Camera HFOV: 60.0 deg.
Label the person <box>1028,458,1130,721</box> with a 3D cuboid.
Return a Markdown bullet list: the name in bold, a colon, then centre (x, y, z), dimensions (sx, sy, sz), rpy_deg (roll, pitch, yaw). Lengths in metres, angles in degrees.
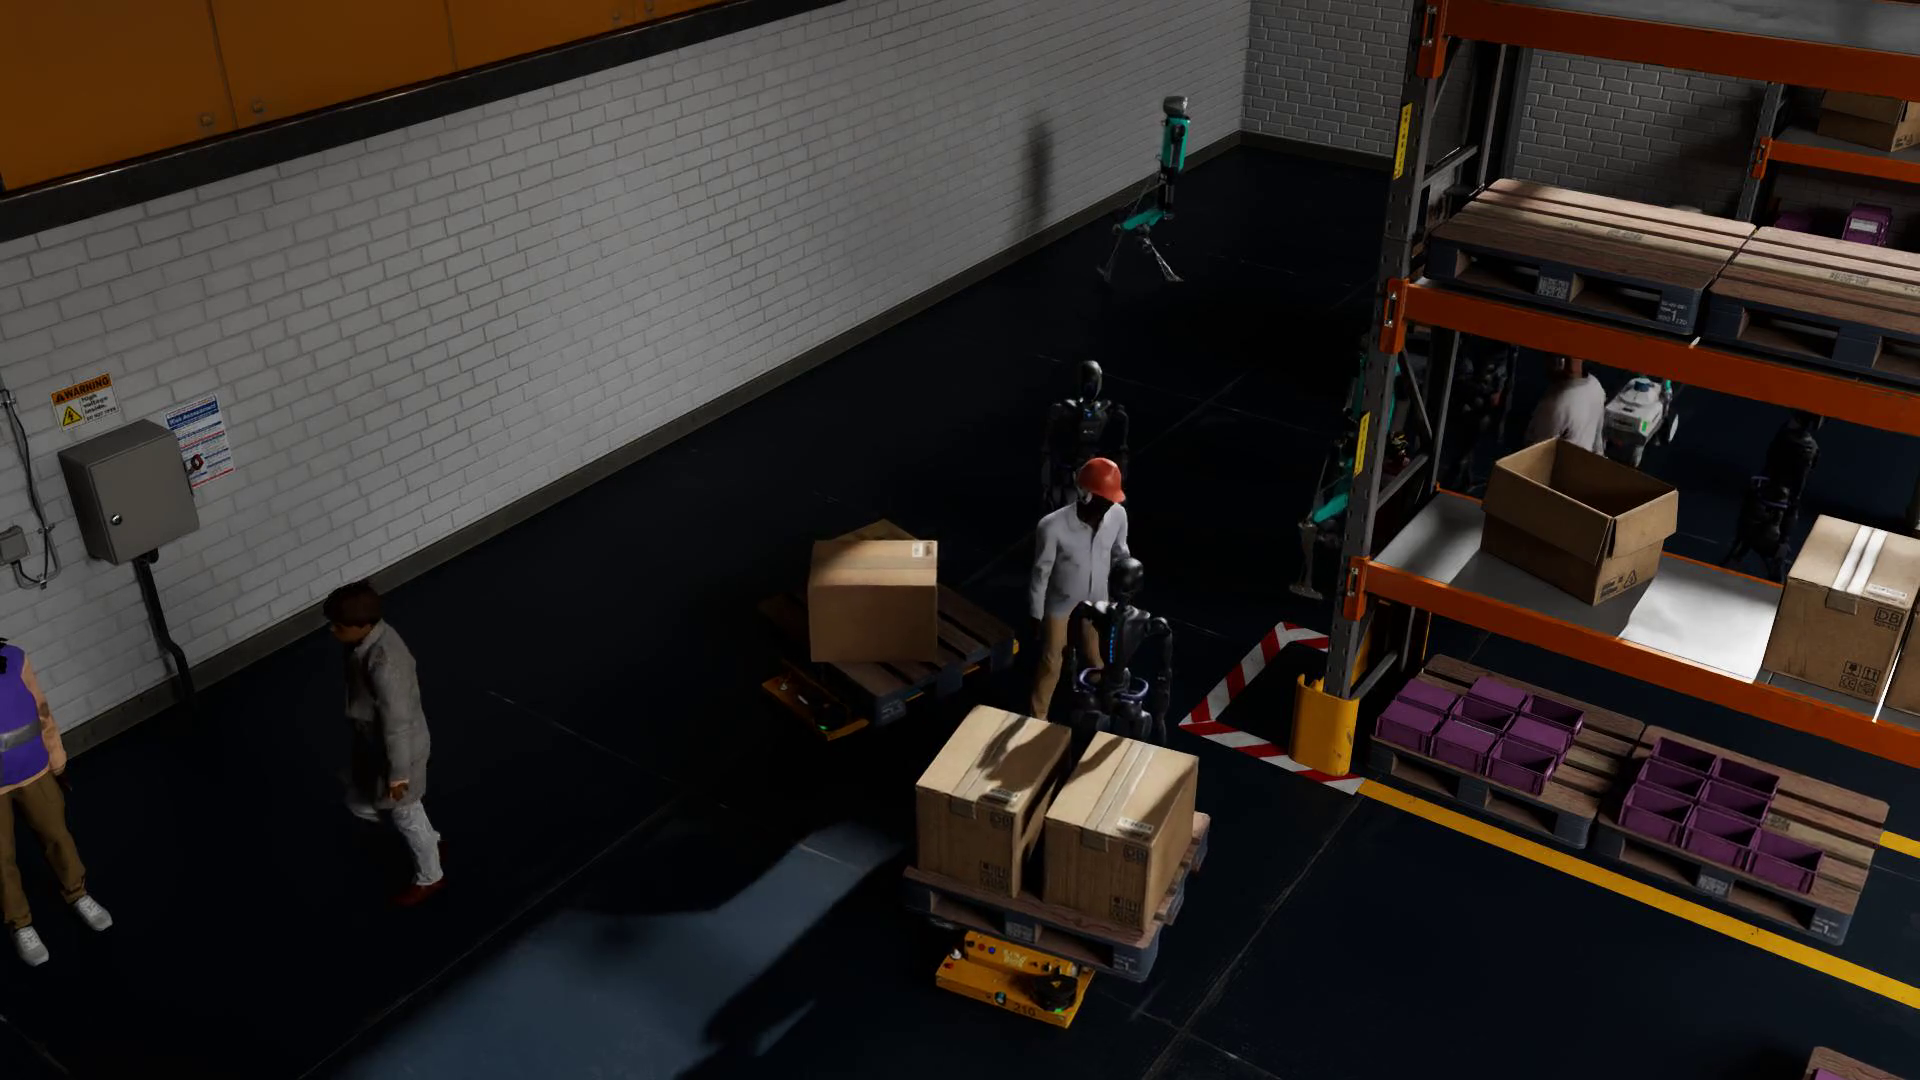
- **person**: centre (0.659, 0.326, 9.023), dimensions (0.635, 1.722, 0.380), rpy_deg (-13, 32, -22)

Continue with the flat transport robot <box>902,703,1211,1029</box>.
- **flat transport robot**: centre (0.469, 1.724, 8.049), dimensions (0.659, 0.231, 1.431), rpy_deg (13, 32, 21)

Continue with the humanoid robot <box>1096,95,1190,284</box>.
- **humanoid robot**: centre (1.614, -3.123, 15.026), dimensions (0.979, 1.782, 0.538), rpy_deg (2, 30, 4)

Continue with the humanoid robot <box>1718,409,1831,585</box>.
- **humanoid robot**: centre (4.877, -0.155, 9.938), dimensions (0.757, 1.626, 0.612), rpy_deg (4, 30, 8)

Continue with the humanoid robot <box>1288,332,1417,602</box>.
- **humanoid robot**: centre (2.322, -0.413, 10.312), dimensions (0.956, 1.757, 0.532), rpy_deg (-15, 33, -24)

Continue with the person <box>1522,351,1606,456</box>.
- **person**: centre (3.684, -0.336, 10.053), dimensions (1.017, 1.848, 0.659), rpy_deg (21, 36, 32)

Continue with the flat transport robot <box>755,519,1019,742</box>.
- **flat transport robot**: centre (-0.398, 0.713, 9.803), dimensions (1.431, 0.231, 0.659), rpy_deg (-23, 37, -34)

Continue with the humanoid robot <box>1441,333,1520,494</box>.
- **humanoid robot**: centre (3.524, -0.954, 11.309), dimensions (0.670, 1.624, 0.596), rpy_deg (-13, 32, -21)

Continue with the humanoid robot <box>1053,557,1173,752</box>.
- **humanoid robot**: centre (0.739, 0.812, 8.220), dimensions (0.599, 1.651, 0.339), rpy_deg (11, 32, 18)

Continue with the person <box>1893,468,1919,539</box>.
- **person**: centre (6.591, -0.842, 10.895), dimensions (0.553, 1.877, 0.403), rpy_deg (6, 31, 10)

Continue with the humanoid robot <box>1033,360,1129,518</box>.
- **humanoid robot**: centre (0.743, -0.381, 10.289), dimensions (0.589, 1.637, 0.461), rpy_deg (-2, 30, -4)

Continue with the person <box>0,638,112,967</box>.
- **person**: centre (-4.339, 1.063, 7.545), dimensions (0.527, 1.923, 0.428), rpy_deg (-26, 39, -37)

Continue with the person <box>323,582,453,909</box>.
- **person**: centre (-2.695, 0.983, 7.782), dimensions (0.423, 1.814, 0.523), rpy_deg (-19, 35, -29)

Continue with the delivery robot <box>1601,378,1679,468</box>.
- **delivery robot**: centre (5.020, -0.920, 12.356), dimensions (0.499, 0.602, 0.801), rpy_deg (20, 35, 30)

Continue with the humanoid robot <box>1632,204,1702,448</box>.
- **humanoid robot**: centre (5.136, -1.479, 12.197), dimensions (0.543, 1.834, 0.760), rpy_deg (12, 32, 19)
